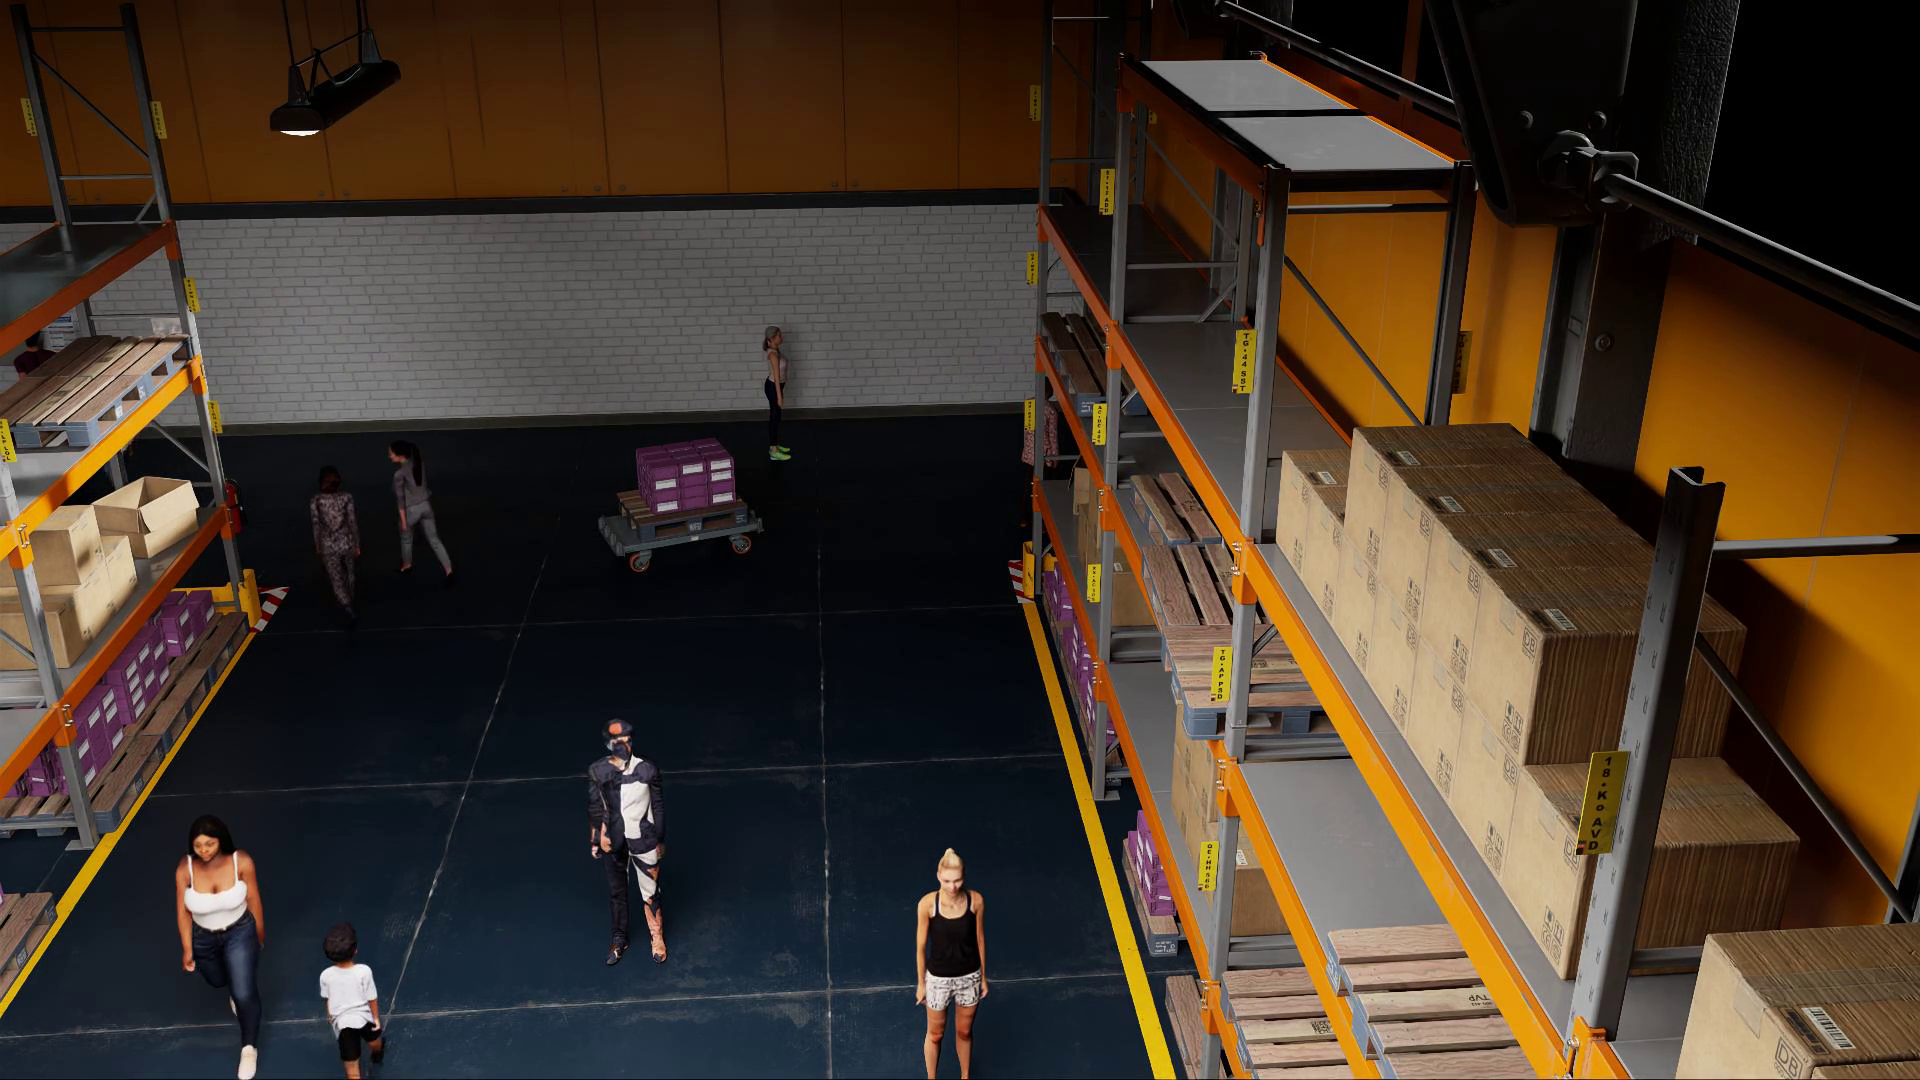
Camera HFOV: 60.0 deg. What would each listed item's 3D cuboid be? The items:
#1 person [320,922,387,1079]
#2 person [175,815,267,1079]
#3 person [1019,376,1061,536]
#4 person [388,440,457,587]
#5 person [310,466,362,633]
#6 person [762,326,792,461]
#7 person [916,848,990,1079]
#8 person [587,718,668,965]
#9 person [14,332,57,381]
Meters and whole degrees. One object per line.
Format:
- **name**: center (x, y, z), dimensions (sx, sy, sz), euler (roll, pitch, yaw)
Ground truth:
- **person**: center (-3.795, 2.996, 10.366), dimensions (0.586, 1.234, 0.847), euler (-7, 25, -15)
- **person**: center (-4.763, 2.525, 10.768), dimensions (0.785, 1.774, 1.221), euler (-6, 24, -12)
- **person**: center (0.893, -0.962, 18.712), dimensions (0.836, 1.801, 0.748), euler (-21, 31, -39)
- **person**: center (-5.570, -0.225, 17.253), dimensions (1.139, 1.619, 1.170), euler (14, 27, 28)
- **person**: center (-6.135, 0.103, 16.411), dimensions (0.872, 1.694, 1.124), euler (-13, 27, -27)
- **person**: center (-2.330, -1.865, 20.900), dimensions (0.654, 1.703, 0.467), euler (-3, 24, -7)
- **person**: center (-0.051, 2.696, 10.288), dimensions (0.638, 1.846, 0.560), euler (-5, 24, -11)
- **person**: center (-2.308, 2.088, 11.613), dimensions (0.680, 1.898, 0.575), euler (-1, 24, -3)
- **person**: center (-11.200, -1.718, 20.376), dimensions (0.738, 1.854, 0.746), euler (-17, 29, -34)
